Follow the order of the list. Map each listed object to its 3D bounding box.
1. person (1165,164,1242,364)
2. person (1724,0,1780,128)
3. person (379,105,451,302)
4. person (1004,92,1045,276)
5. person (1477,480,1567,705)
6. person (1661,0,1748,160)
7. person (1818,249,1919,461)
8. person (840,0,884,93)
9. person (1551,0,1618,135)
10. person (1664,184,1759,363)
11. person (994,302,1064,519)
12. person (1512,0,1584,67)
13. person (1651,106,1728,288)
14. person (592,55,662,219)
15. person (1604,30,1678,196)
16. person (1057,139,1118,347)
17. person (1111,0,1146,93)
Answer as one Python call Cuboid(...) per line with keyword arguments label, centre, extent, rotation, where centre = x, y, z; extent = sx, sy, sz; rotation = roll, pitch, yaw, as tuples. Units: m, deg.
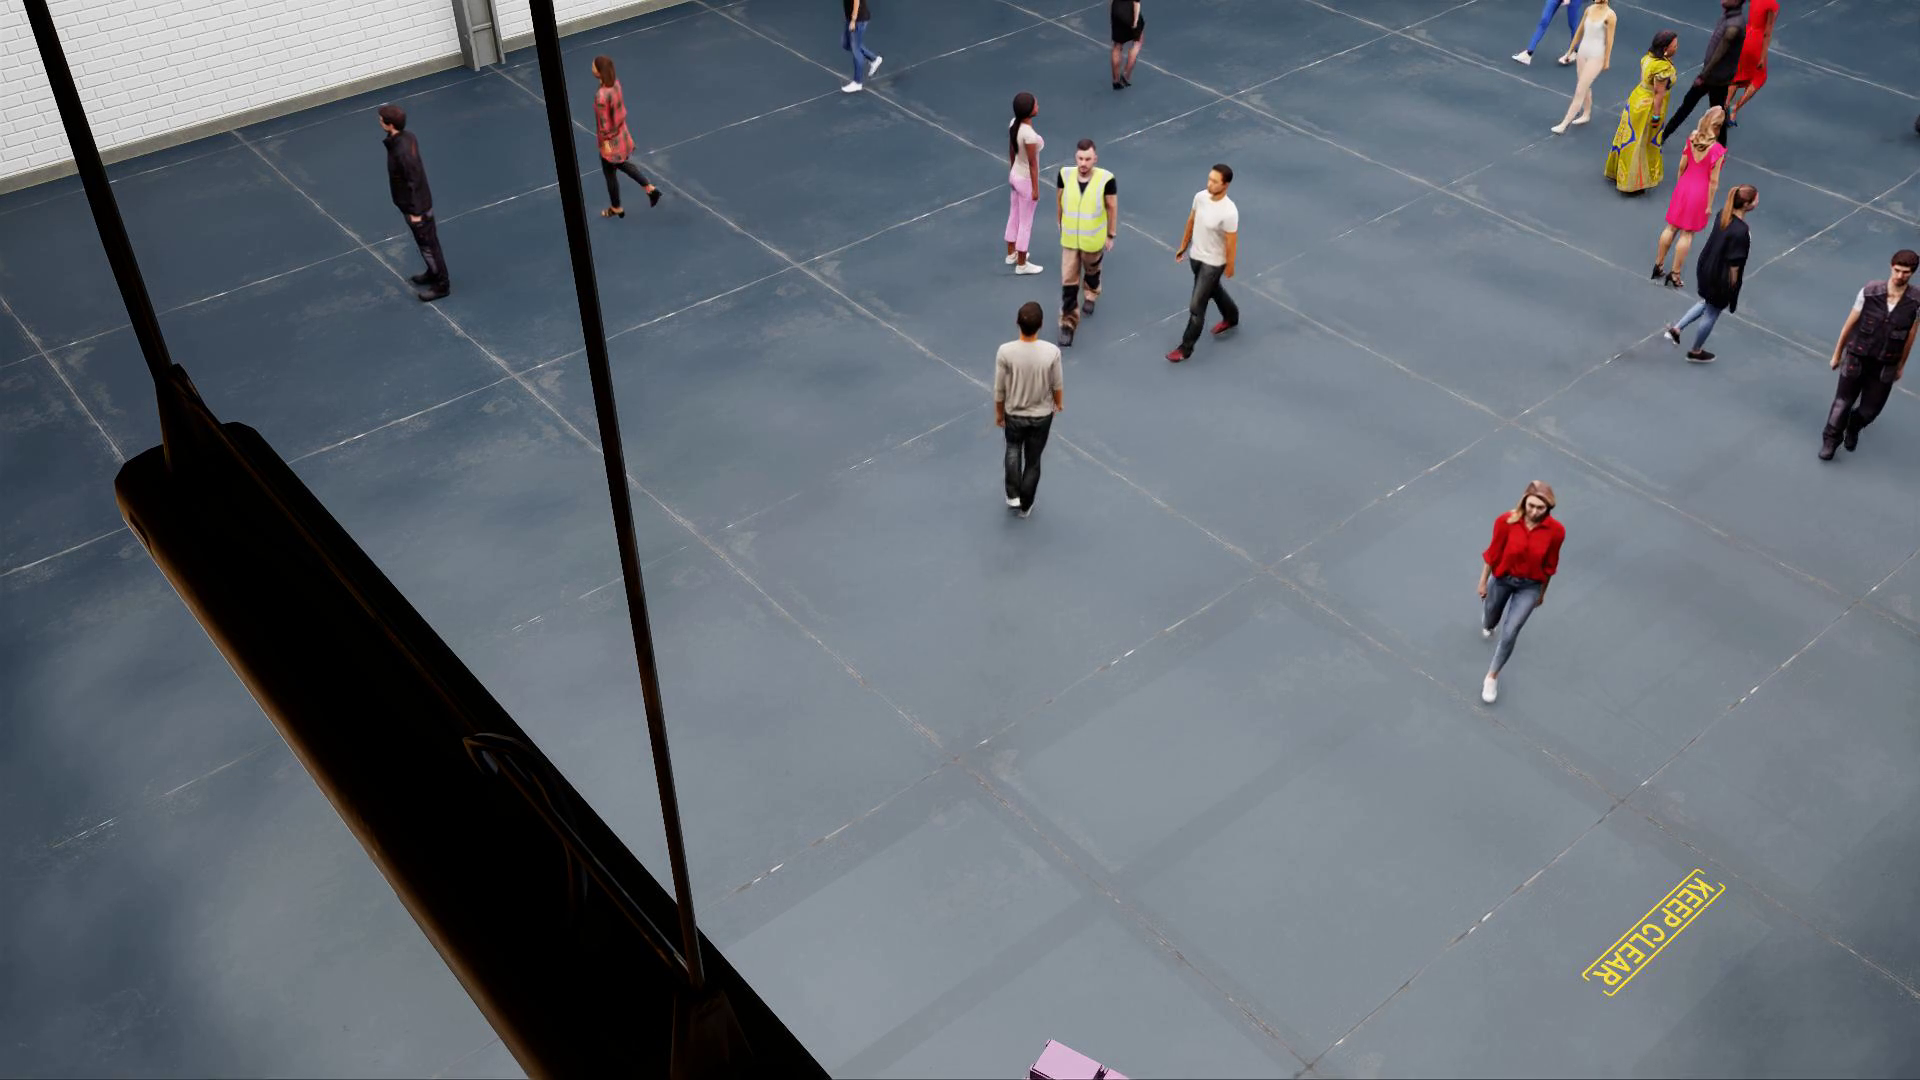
Cuboid(label="person", centre=(2.198, -2.414, 14.204), extent=(1.201, 1.766, 0.809), rotation=(-19, 42, -22))
Cuboid(label="person", centre=(8.357, -5.206, 17.729), extent=(0.731, 1.731, 0.704), rotation=(-10, 40, -12))
Cuboid(label="person", centre=(-4.887, -3.049, 14.941), extent=(0.693, 1.839, 0.780), rotation=(-14, 41, -16))
Cuboid(label="person", centre=(0.584, -3.299, 15.333), extent=(0.597, 1.741, 0.636), rotation=(-16, 41, -19))
Cuboid(label="person", centre=(3.648, 0.254, 10.927), extent=(0.934, 1.686, 1.067), rotation=(10, 40, 13))
Cuboid(label="person", centre=(7.880, -4.759, 17.117), extent=(1.152, 1.796, 1.163), rotation=(9, 39, 11))
Cuboid(label="person", centre=(7.107, -1.457, 12.951), extent=(0.782, 1.835, 0.807), rotation=(19, 42, 22))
Cuboid(label="person", centre=(-1.090, -5.850, 18.555), extent=(0.861, 1.706, 0.695), rotation=(-15, 41, -18))
Cuboid(label="person", centre=(6.795, -5.160, 17.766), extent=(0.997, 1.613, 0.700), rotation=(-20, 43, -23))
Cuboid(label="person", centre=(6.326, -2.238, 14.057), extent=(0.906, 1.676, 0.840), rotation=(-3, 39, -3))
Cuboid(label="person", centre=(0.501, -0.893, 12.275), extent=(0.767, 1.798, 0.821), rotation=(4, 39, 5))
Cuboid(label="person", centre=(7.040, -6.255, 19.056), extent=(1.187, 1.714, 0.825), rotation=(-17, 42, -20))
Cuboid(label="person", centre=(6.651, -3.130, 15.132), extent=(0.600, 1.728, 0.616), rotation=(-18, 42, -21))
Cuboid(label="person", centre=(-3.277, -3.875, 16.095), extent=(0.957, 1.690, 0.936), rotation=(9, 39, 10))
Cuboid(label="person", centre=(6.873, -4.297, 16.651), extent=(1.047, 1.656, 1.002), rotation=(1, 39, 1))
Cuboid(label="person", centre=(1.095, -2.671, 14.503), extent=(1.165, 1.795, 1.296), rotation=(8, 39, 10))
Cuboid(label="person", centre=(1.793, -5.800, 18.502), extent=(0.645, 1.694, 0.656), rotation=(25, 45, 28))
